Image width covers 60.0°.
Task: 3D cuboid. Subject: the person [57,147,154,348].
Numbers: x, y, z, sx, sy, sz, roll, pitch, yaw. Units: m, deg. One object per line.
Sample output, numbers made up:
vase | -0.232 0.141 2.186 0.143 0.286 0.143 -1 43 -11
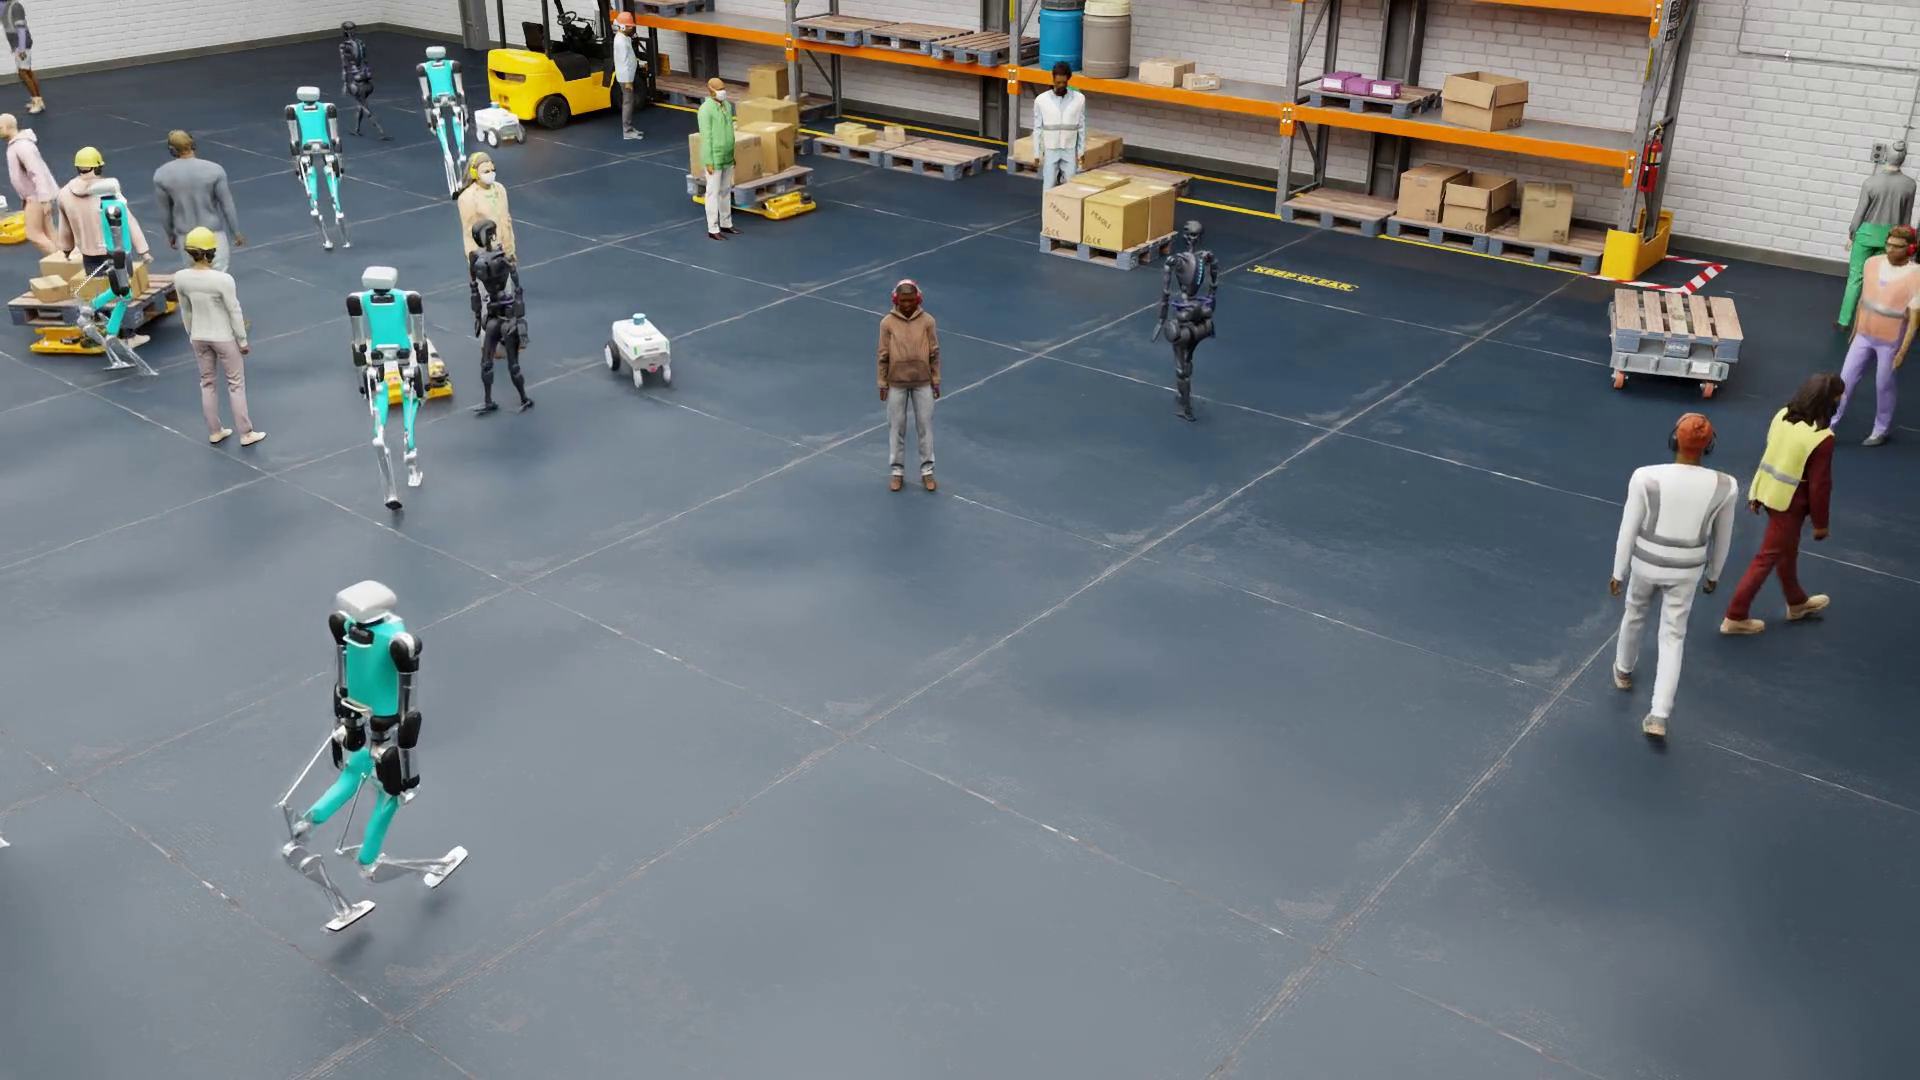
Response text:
person | -7.858 -2.655 15.247 0.817 1.856 0.435 1 26 2

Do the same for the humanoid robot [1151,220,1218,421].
humanoid robot | 1.852 -1.838 13.773 0.609 1.641 0.550 -14 29 -26

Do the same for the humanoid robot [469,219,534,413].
humanoid robot | -3.827 -1.824 13.743 0.609 1.648 0.485 15 29 27

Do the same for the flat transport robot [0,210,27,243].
flat transport robot | -11.242 -3.583 18.991 1.431 0.231 0.659 4 26 8

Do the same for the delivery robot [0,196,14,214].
delivery robot | -11.259 -3.762 19.054 0.785 0.614 0.501 6 26 13

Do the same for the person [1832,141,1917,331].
person | 8.650 -2.860 15.690 0.512 1.839 0.341 6 26 12

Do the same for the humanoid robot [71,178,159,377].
humanoid robot | -7.475 -2.235 14.522 0.831 1.793 0.539 -12 28 -23

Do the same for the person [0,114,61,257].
person | -9.507 -3.506 17.137 0.449 1.751 0.534 -15 30 -28

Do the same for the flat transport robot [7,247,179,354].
flat transport robot | -8.177 -2.092 15.902 0.659 0.231 1.431 2 26 4

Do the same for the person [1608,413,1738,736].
person | 4.013 0.173 9.415 0.592 1.839 0.972 8 27 16

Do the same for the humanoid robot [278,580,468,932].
humanoid robot | -2.794 1.081 7.648 0.540 1.725 1.013 16 30 30

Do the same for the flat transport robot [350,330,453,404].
flat transport robot | -4.979 -1.544 14.769 0.659 0.231 1.431 -12 28 -23

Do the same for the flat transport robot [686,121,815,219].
flat transport robot | -2.507 -4.137 20.139 1.431 0.231 0.659 18 31 33

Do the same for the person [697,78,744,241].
person | -2.709 -4.289 18.714 0.383 1.784 0.535 13 29 24

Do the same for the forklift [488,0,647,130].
forklift | -5.874 -7.334 24.552 1.214 2.155 2.313 19 32 34

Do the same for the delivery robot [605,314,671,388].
delivery robot | -2.834 -1.727 14.783 0.499 0.564 0.739 -12 28 -24

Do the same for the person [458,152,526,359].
person | -4.269 -2.592 15.107 0.391 1.869 0.564 14 29 27

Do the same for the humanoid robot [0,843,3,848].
humanoid robot | -5.034 0.882 8.069 0.794 1.783 0.531 20 32 35

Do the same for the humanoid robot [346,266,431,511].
humanoid robot | -4.133 -1.035 12.081 0.536 1.781 1.024 -4 26 -9

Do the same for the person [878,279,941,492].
person | -0.375 -1.157 12.384 0.473 1.646 0.326 -2 26 -5

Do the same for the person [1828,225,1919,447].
person | 7.192 -1.576 13.075 0.781 1.813 0.583 -12 28 -23

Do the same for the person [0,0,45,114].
person | -14.144 -7.426 24.959 0.378 2.002 0.745 -23 34 -39

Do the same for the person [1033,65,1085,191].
person | 1.120 -4.410 18.825 0.596 1.908 0.411 -3 26 -7

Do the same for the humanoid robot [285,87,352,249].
humanoid robot | -6.980 -3.989 18.139 0.535 1.796 0.672 -9 27 -17

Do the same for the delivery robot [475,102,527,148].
delivery robot | -6.456 -5.805 23.282 0.499 0.612 0.794 -23 34 -39

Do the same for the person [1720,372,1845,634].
person | 5.254 -0.211 10.320 0.866 1.731 0.497 -3 26 -6

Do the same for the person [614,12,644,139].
person | -4.671 -6.538 23.421 0.349 1.738 0.571 -5 26 -11

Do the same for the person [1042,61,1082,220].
person | 1.195 -4.589 19.257 0.505 1.847 0.379 -13 29 -25

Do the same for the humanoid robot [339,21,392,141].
humanoid robot | -8.437 -6.452 23.402 0.845 1.633 0.603 9 27 18

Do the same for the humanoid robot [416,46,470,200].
humanoid robot | -6.291 -5.075 20.473 0.554 1.853 0.866 -9 27 -18

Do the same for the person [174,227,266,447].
person | -5.881 -1.603 13.179 0.525 1.760 0.337 5 26 11

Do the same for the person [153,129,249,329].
person | -7.141 -2.882 15.654 0.653 1.918 0.440 -6 26 -12
